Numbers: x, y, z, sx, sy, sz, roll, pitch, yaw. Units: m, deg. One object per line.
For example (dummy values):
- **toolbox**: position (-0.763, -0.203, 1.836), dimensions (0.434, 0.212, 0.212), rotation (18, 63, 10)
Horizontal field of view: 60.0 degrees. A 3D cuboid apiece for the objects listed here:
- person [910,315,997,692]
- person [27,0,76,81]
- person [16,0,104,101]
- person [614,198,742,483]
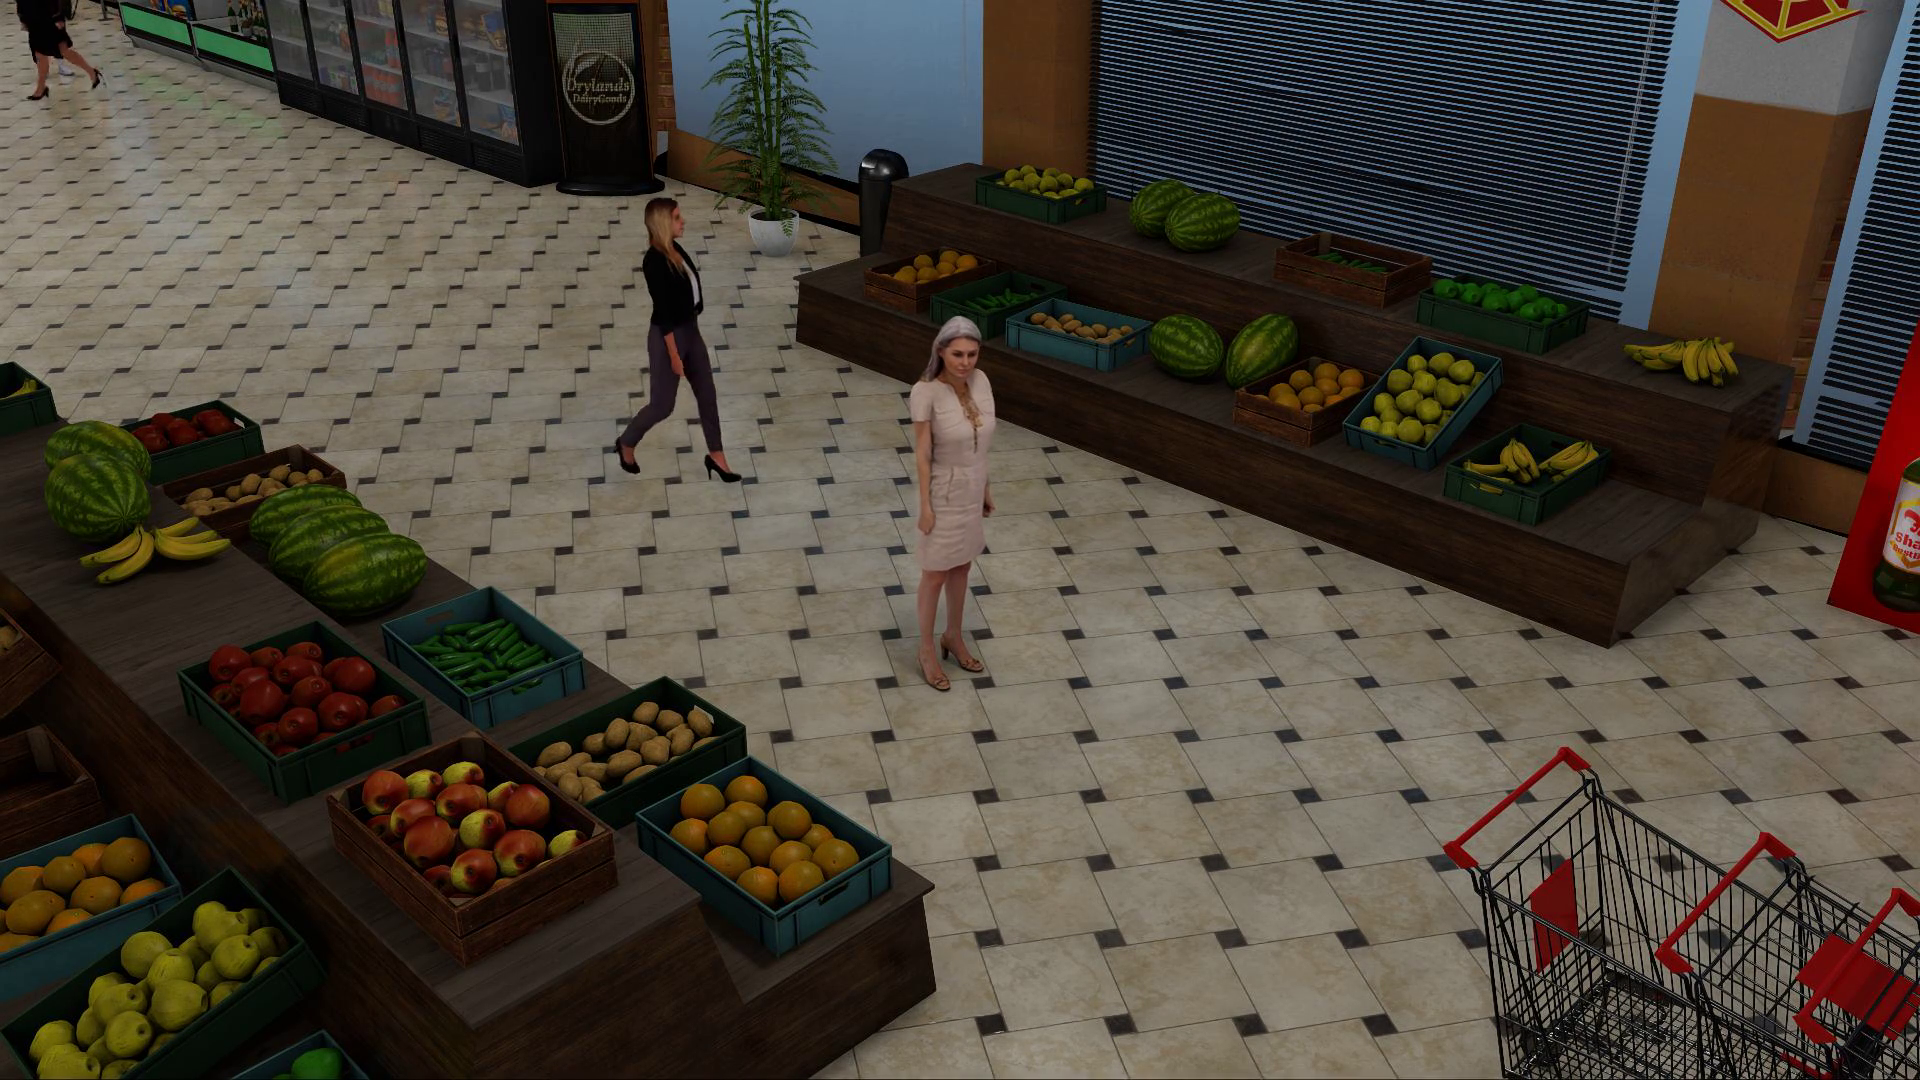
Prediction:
- **person**: position (-0.040, -0.165, 7.348), dimensions (0.592, 1.736, 0.546), rotation (-23, 35, -38)
- **person**: position (-10.815, -6.366, 19.487), dimensions (0.658, 1.817, 0.568), rotation (-23, 35, -38)
- **person**: position (-10.031, -5.714, 18.427), dimensions (1.100, 1.612, 0.851), rotation (18, 32, 31)
- **person**: position (-1.652, -1.048, 9.194), dimensions (1.059, 1.643, 0.890), rotation (7, 28, 14)
